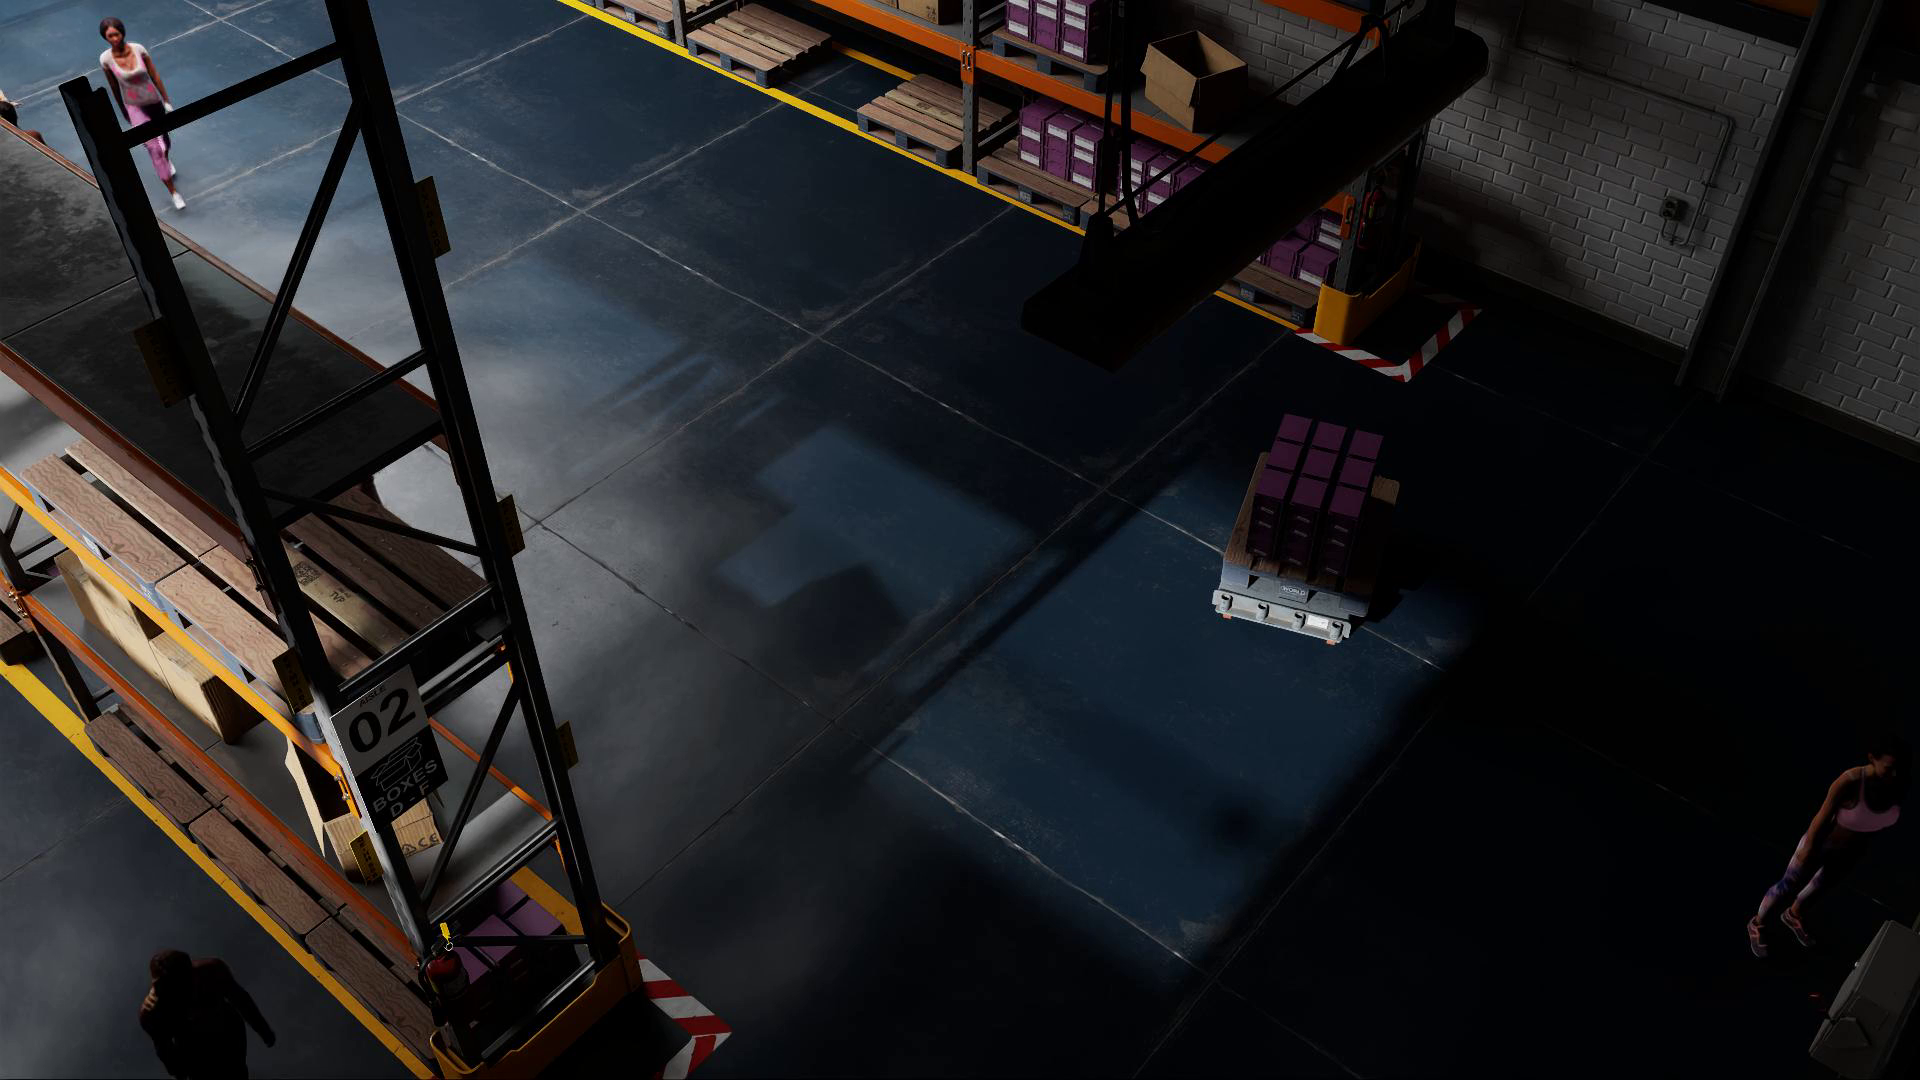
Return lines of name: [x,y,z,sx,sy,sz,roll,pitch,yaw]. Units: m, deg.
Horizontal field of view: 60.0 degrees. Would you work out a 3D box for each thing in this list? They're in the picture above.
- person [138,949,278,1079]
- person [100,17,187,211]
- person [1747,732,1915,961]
person: [-3.817,2.489,8.401,0.759,1.683,0.643,25,49,24]
person: [-7.430,-3.959,15.156,0.752,1.700,1.205,-27,50,-26]
person: [4.833,1.685,9.185,0.675,1.766,0.721,-6,44,-7]
